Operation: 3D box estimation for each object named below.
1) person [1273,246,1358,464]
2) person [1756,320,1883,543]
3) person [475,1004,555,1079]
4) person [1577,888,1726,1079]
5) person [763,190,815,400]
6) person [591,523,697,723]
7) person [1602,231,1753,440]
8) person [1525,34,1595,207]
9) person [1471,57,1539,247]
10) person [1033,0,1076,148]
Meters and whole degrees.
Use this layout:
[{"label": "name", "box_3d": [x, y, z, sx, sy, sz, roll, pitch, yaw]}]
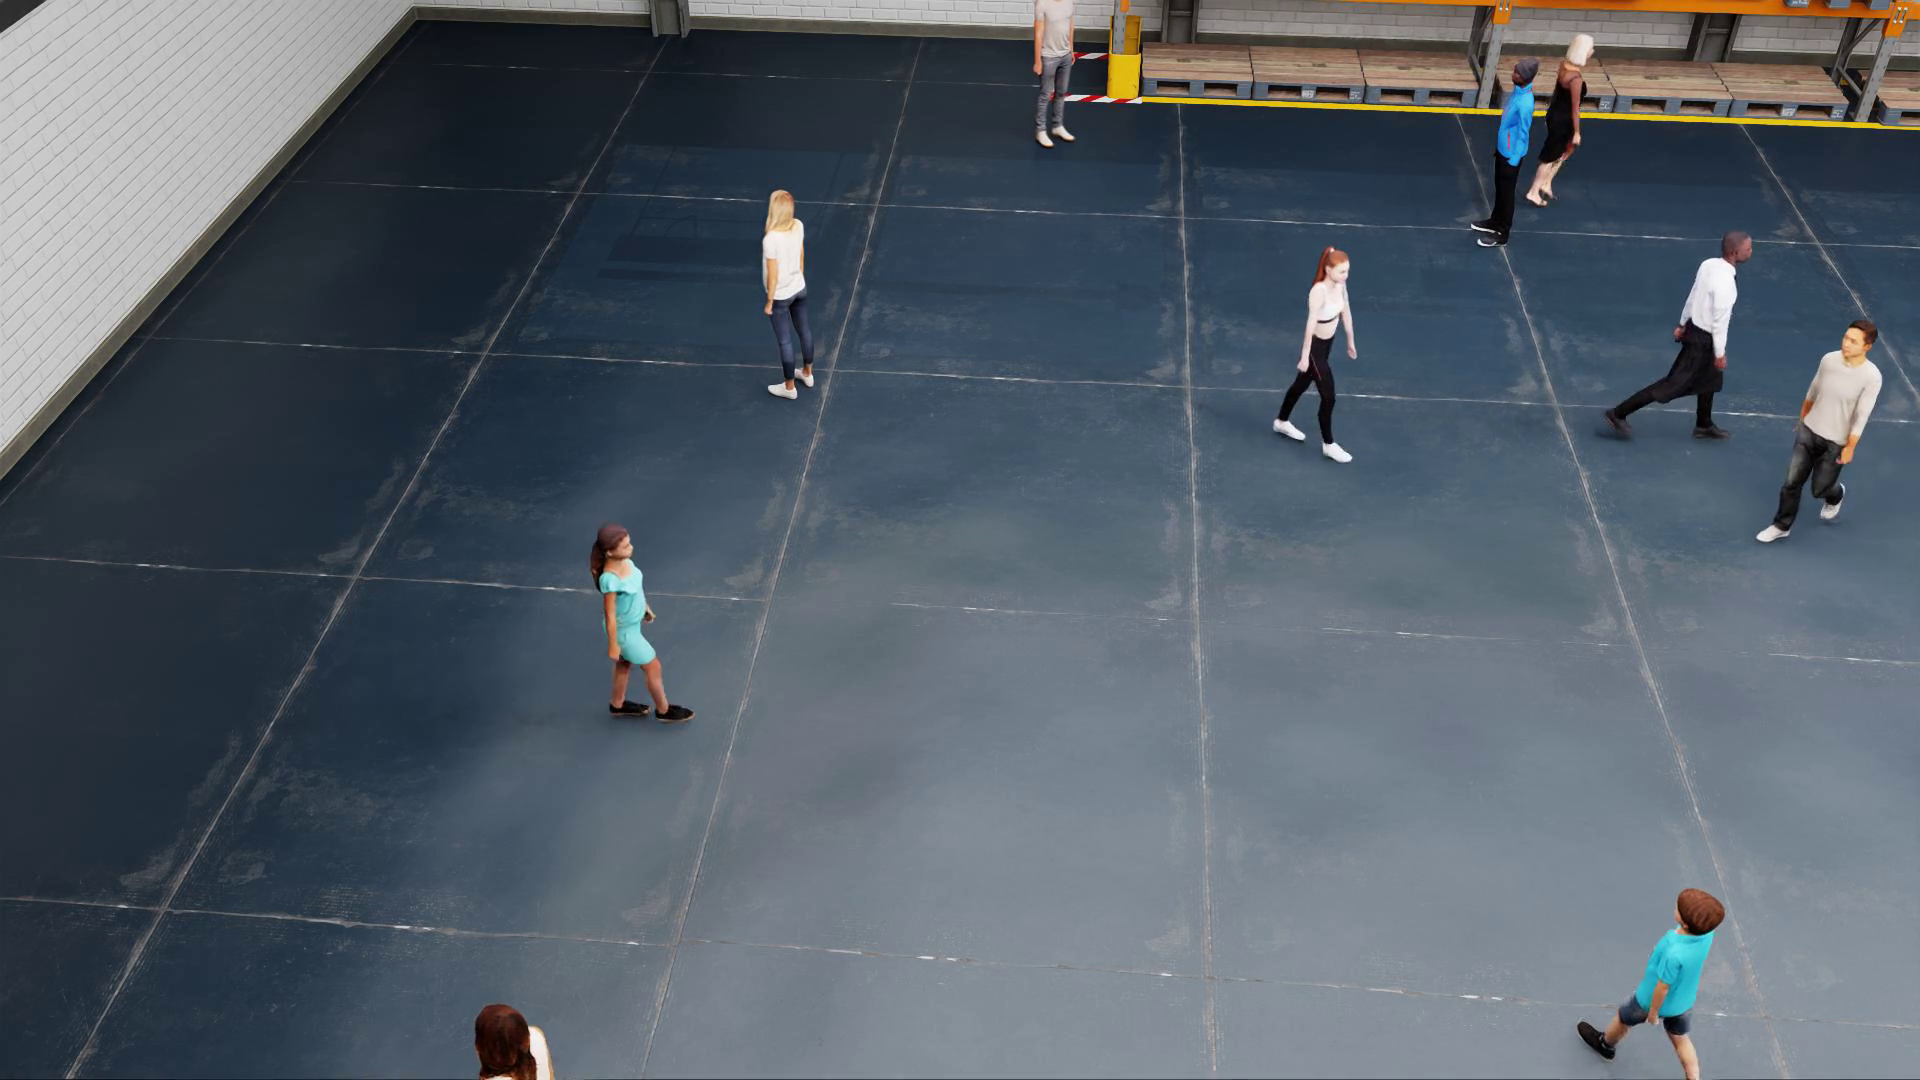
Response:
[{"label": "person", "box_3d": [2.660, -1.479, 12.727, 1.067, 1.717, 0.920, 25, 45, 28]}, {"label": "person", "box_3d": [6.199, -0.763, 11.767, 1.081, 1.795, 0.966, -19, 42, -22]}, {"label": "person", "box_3d": [-1.841, 2.700, 7.449, 0.900, 1.772, 0.755, 18, 42, 21]}, {"label": "person", "box_3d": [3.580, 2.276, 8.257, 0.944, 1.426, 0.938, -21, 43, -25]}, {"label": "person", "box_3d": [-1.366, -1.960, 13.254, 0.666, 1.809, 0.662, 24, 44, 27]}, {"label": "person", "box_3d": [-2.156, 0.530, 10.349, 0.798, 1.545, 0.583, 1, 39, 1]}, {"label": "person", "box_3d": [5.540, -1.503, 12.696, 1.269, 1.792, 0.703, 6, 39, 7]}, {"label": "person", "box_3d": [5.629, -3.959, 15.820, 0.615, 1.731, 0.586, 3, 39, 4]}, {"label": "person", "box_3d": [5.069, -3.563, 15.274, 0.529, 1.793, 0.619, 1, 39, 1]}, {"label": "person", "box_3d": [0.952, -4.958, 16.945, 0.743, 1.889, 0.802, -27, 46, -30]}]
